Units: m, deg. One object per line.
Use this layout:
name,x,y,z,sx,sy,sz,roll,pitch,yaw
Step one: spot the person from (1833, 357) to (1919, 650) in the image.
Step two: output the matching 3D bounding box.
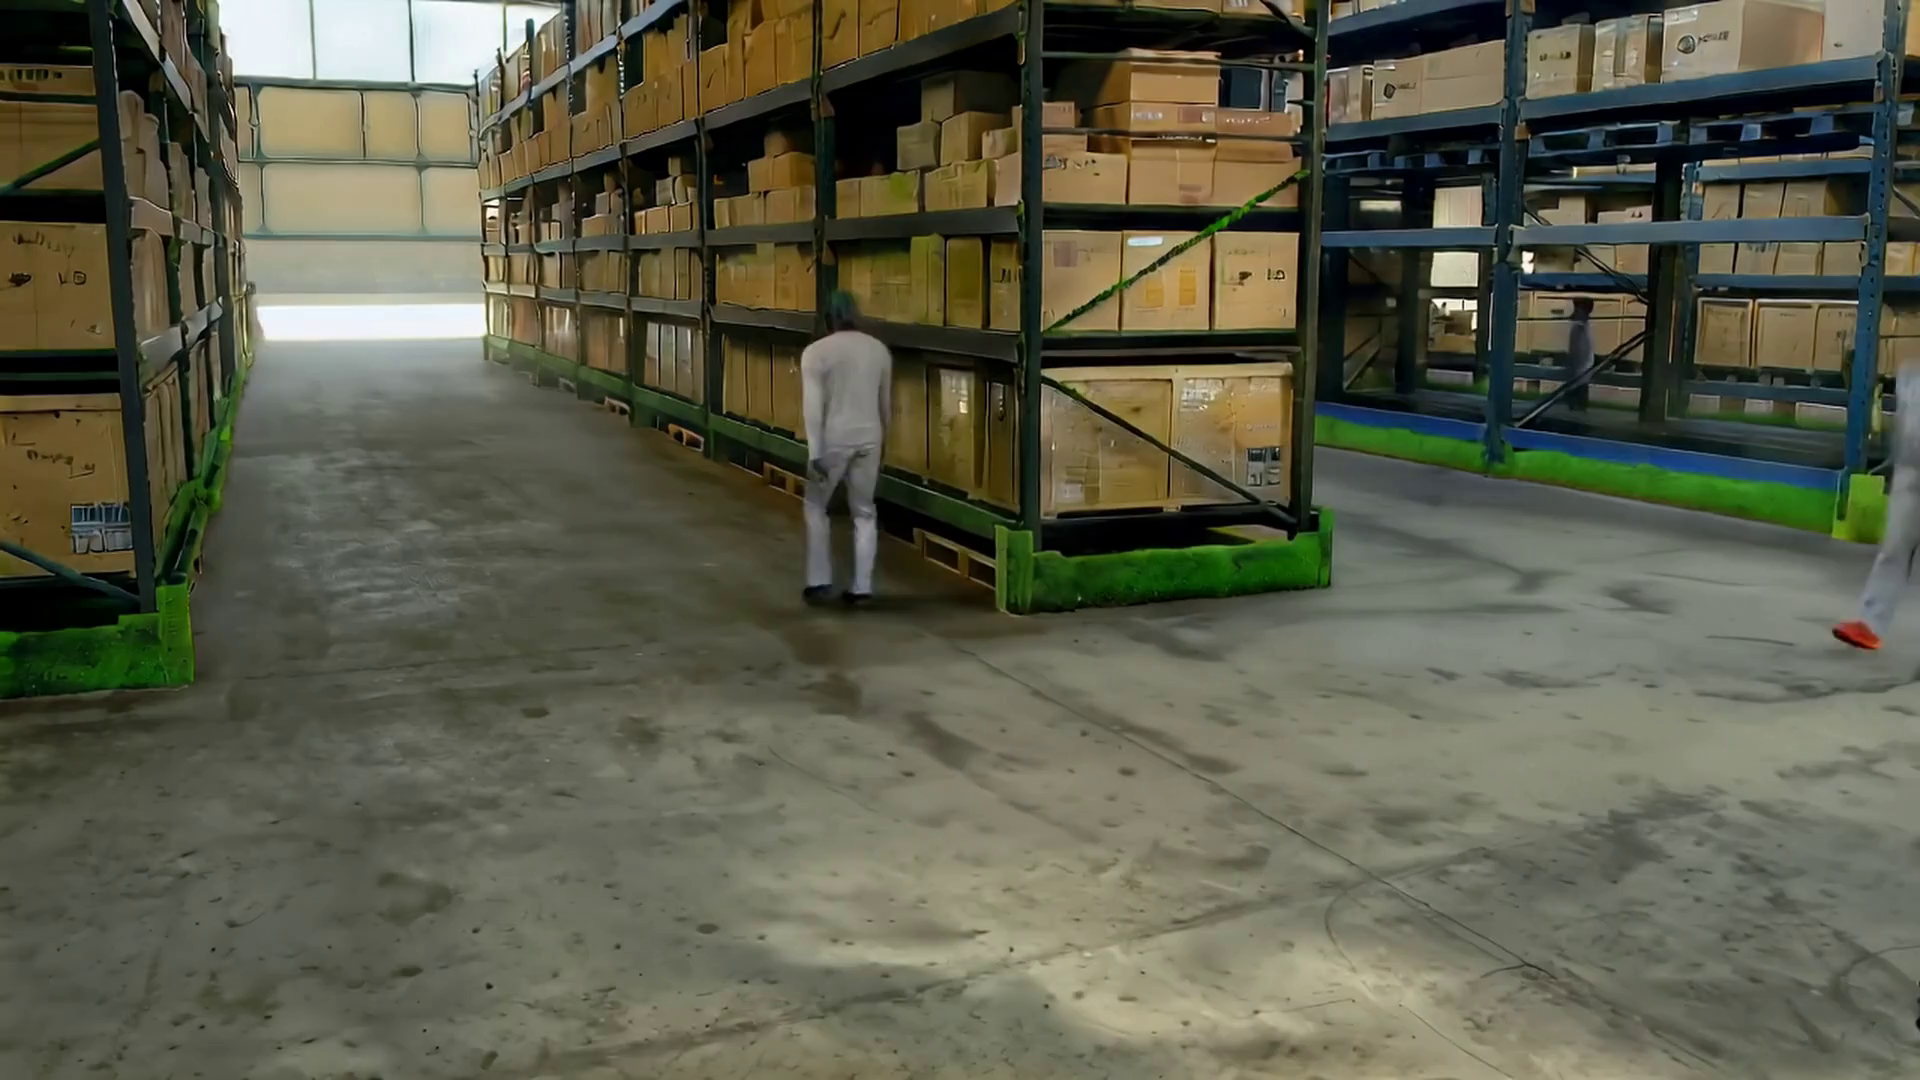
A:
person,5.154,-0.320,8.831,0.980,1.850,0.669,-5,11,-26

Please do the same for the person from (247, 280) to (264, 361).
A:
person,-14.752,-4.566,34.704,0.347,1.703,0.561,0,9,-2

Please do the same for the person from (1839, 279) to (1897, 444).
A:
person,9.740,-1.858,17.949,0.394,1.899,0.641,-2,10,-14

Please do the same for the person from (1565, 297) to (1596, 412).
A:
person,7.364,-2.043,19.735,0.346,1.672,0.620,0,9,2

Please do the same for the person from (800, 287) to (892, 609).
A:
person,-0.713,-0.548,10.010,0.641,1.918,0.616,-6,11,-32
